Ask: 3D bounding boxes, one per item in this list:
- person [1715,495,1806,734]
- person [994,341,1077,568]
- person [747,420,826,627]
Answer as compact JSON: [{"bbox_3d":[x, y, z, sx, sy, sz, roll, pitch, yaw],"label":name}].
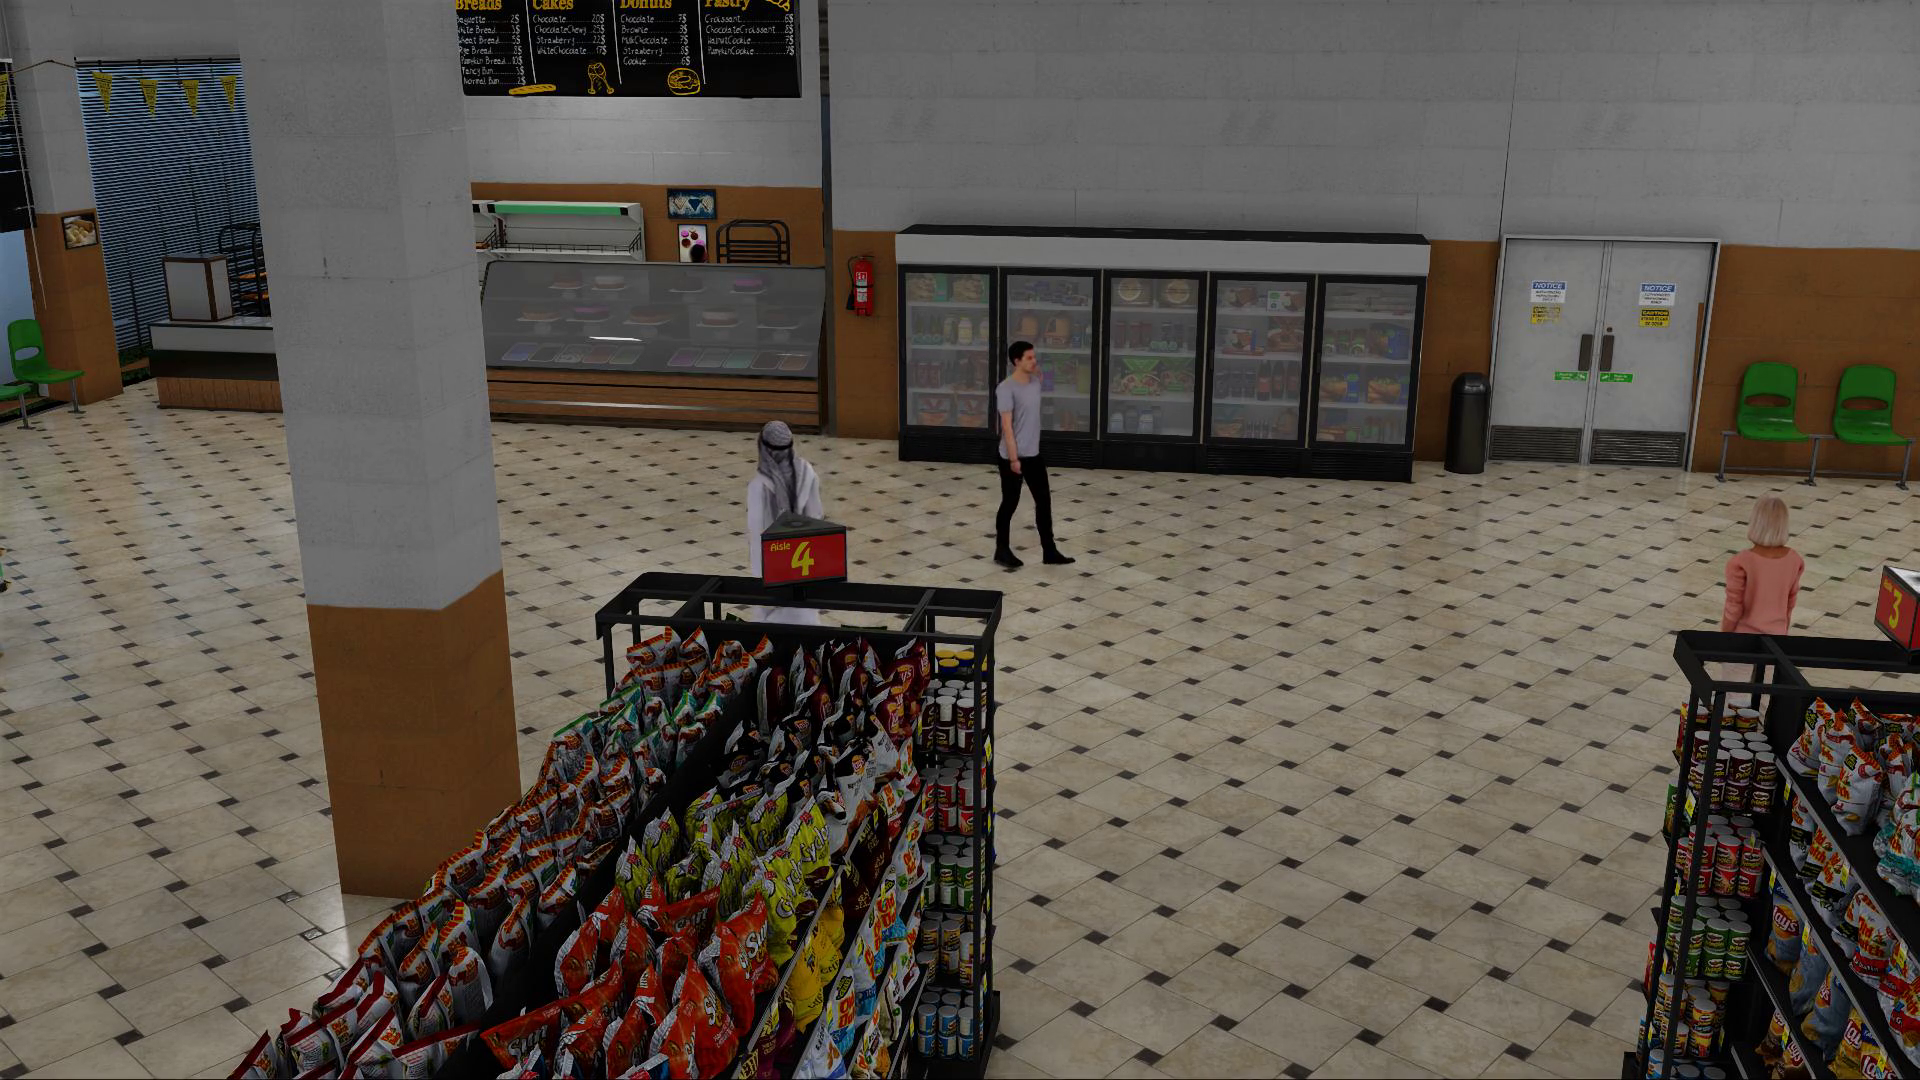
[{"bbox_3d":[4.525,0.584,9.467,0.654,1.724,0.613,-2,17,-7],"label":"person"},{"bbox_3d":[0.422,-0.684,13.437,1.031,1.845,1.015,16,23,42],"label":"person"},{"bbox_3d":[-1.036,0.220,10.365,1.082,1.900,1.174,-10,20,-31],"label":"person"}]
